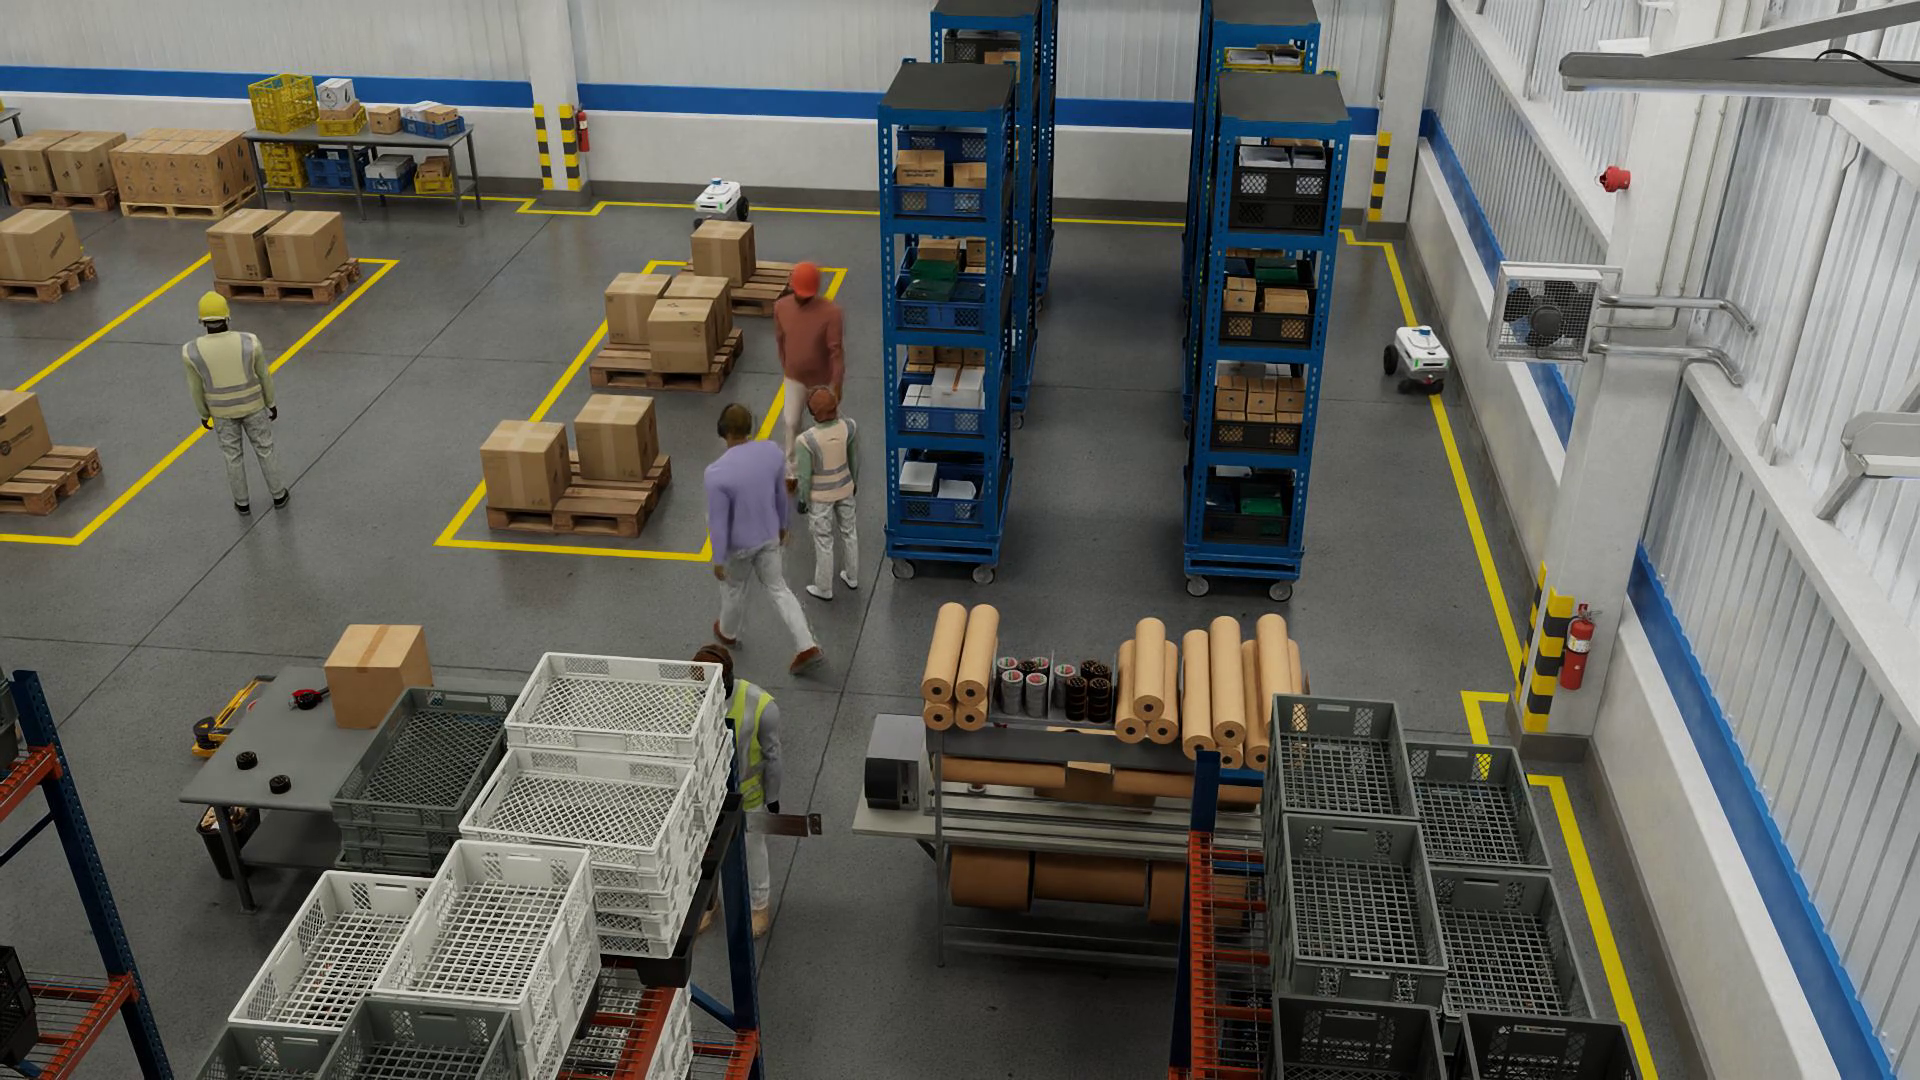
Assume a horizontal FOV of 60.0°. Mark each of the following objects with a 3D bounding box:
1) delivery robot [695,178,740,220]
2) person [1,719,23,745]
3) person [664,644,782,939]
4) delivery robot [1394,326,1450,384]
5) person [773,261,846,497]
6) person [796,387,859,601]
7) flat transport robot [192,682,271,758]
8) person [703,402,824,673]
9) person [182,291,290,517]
[{"bbox_3d":[-2.756,-3.879,18.938,0.477,0.478,0.707,6,31,9],"label":"delivery robot"},{"bbox_3d":[-6.204,0.570,10.258,0.528,1.698,0.319,17,34,27],"label":"person"},{"bbox_3d":[-1.254,1.333,8.808,0.634,1.839,0.429,4,31,8],"label":"person"},{"bbox_3d":[4.231,-1.722,15.234,0.477,0.478,0.707,-1,30,-2],"label":"delivery robot"},{"bbox_3d":[-1.164,-1.364,13.331,0.620,1.952,0.837,7,31,12],"label":"person"},{"bbox_3d":[-0.935,-0.331,11.862,0.512,1.639,0.311,-21,36,-32],"label":"person"},{"bbox_3d":[-4.089,1.163,10.648,1.431,0.197,0.652,3,30,6],"label":"flat transport robot"},{"bbox_3d":[-1.353,0.003,11.045,0.656,1.895,0.982,-24,38,-35],"label":"person"},{"bbox_3d":[-5.619,-1.054,12.916,0.591,1.833,0.403,-13,32,-20],"label":"person"}]
